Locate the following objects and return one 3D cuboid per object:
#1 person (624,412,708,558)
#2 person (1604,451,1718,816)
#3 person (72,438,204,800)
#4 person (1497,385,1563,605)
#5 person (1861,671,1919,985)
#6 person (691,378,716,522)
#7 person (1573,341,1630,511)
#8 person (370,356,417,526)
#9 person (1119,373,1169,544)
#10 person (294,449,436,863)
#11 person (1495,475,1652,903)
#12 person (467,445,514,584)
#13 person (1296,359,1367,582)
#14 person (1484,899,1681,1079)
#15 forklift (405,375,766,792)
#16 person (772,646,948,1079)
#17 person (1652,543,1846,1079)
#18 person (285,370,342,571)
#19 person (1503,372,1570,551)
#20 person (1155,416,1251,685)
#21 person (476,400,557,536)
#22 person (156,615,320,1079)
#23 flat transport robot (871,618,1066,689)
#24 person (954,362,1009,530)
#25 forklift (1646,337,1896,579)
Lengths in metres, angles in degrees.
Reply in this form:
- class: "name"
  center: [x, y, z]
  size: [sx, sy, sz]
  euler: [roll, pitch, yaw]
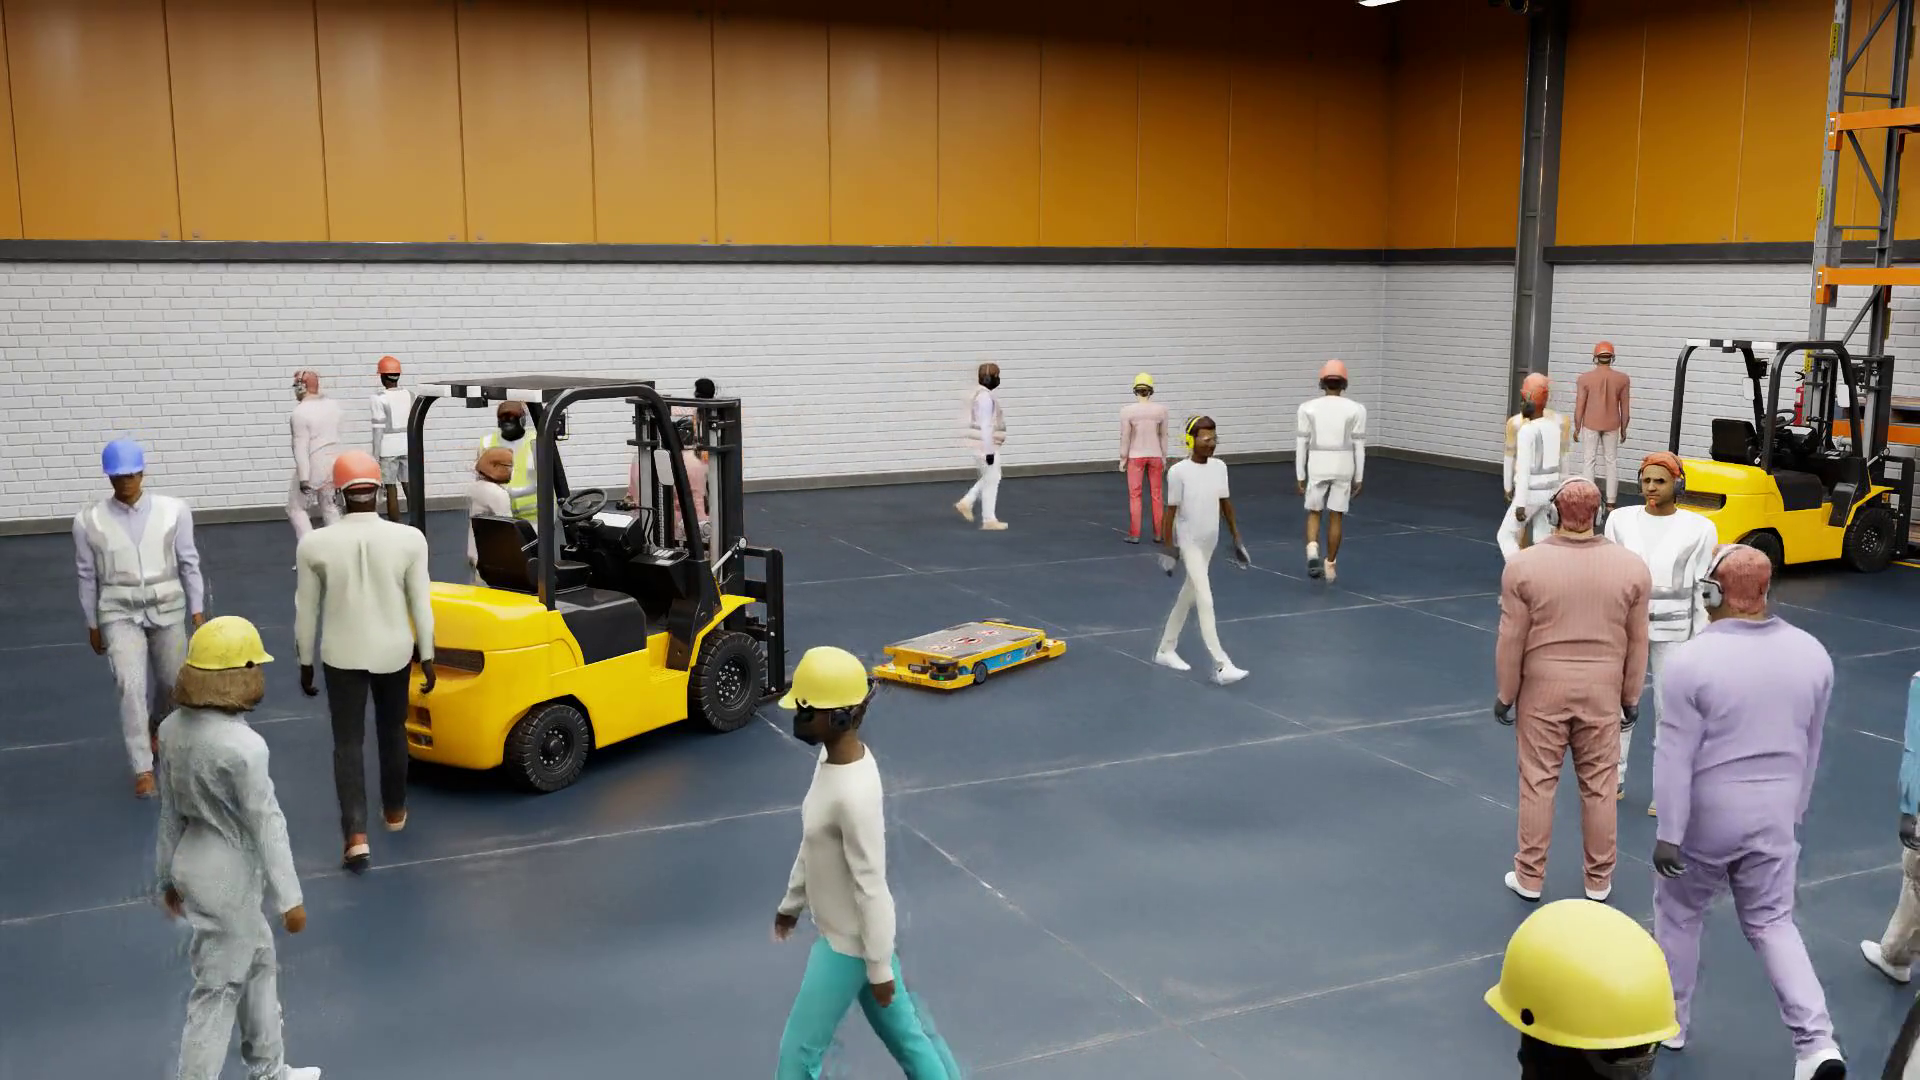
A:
- class: "person"
  center: [-2.052, -0.009, 11.703]
  size: [0.641, 1.864, 0.973]
  euler: [8, 12, 41]
- class: "person"
  center: [3.564, 0.483, 8.589]
  size: [0.574, 1.880, 0.355]
  euler: [7, 12, 37]
- class: "person"
  center: [-4.489, 0.381, 9.119]
  size: [0.602, 1.920, 0.895]
  euler: [-6, 11, -31]
- class: "person"
  center: [4.732, -0.354, 13.808]
  size: [0.599, 1.863, 0.563]
  euler: [-7, 11, -37]
- class: "person"
  center: [3.710, 1.001, 6.213]
  size: [0.523, 1.589, 0.819]
  euler: [0, 9, 2]
- class: "person"
  center: [-2.686, -0.869, 17.577]
  size: [0.378, 1.680, 0.547]
  euler: [4, 10, 21]
- class: "person"
  center: [7.507, -1.331, 19.493]
  size: [0.623, 1.989, 0.401]
  euler: [1, 9, 8]
- class: "person"
  center: [-5.812, -0.914, 17.072]
  size: [0.370, 1.935, 0.557]
  euler: [6, 11, 33]
- class: "person"
  center: [1.885, -0.835, 17.122]
  size: [0.526, 1.765, 0.329]
  euler: [-2, 9, -11]
- class: "person"
  center: [-2.860, 0.537, 8.016]
  size: [0.632, 1.961, 0.915]
  euler: [-4, 10, -21]
- class: "person"
  center: [2.692, 0.664, 7.366]
  size: [0.638, 1.913, 0.409]
  euler: [1, 9, 9]
- class: "person"
  center: [-3.193, 0.135, 11.611]
  size: [0.791, 1.591, 0.527]
  euler: [-6, 11, -35]
- class: "person"
  center: [3.318, -0.606, 14.916]
  size: [0.608, 2.028, 0.547]
  euler: [3, 10, 17]
- class: "person"
  center: [0.897, 1.457, 2.448]
  size: [0.616, 1.906, 0.520]
  euler: [-3, 10, -16]
- class: "forklift"
  center: [-2.268, 0.149, 9.685]
  size: [1.214, 2.155, 2.313]
  euler: [6, 11, 32]
- class: "person"
  center: [-0.374, 1.155, 4.932]
  size: [0.921, 1.719, 0.529]
  euler: [-1, 9, -6]
- class: "person"
  center: [2.692, 0.956, 5.695]
  size: [0.646, 1.878, 0.848]
  euler: [-2, 9, -10]
- class: "person"
  center: [-6.055, -0.642, 15.567]
  size: [0.519, 1.887, 0.649]
  euler: [3, 10, 20]
- class: "person"
  center: [5.085, -0.517, 14.670]
  size: [0.583, 1.919, 0.696]
  euler: [3, 10, 16]
- class: "person"
  center: [1.685, 0.056, 11.423]
  size: [0.543, 1.818, 0.972]
  euler: [-7, 12, -37]
- class: "person"
  center: [-3.430, -0.153, 12.730]
  size: [0.661, 1.811, 0.833]
  euler: [0, 9, 2]
- class: "person"
  center: [-2.270, 1.083, 5.333]
  size: [0.512, 1.713, 0.716]
  euler: [7, 11, 36]
- class: "flat transport robot"
  center: [0.082, 0.783, 11.699]
  size: [0.652, 0.197, 1.431]
  euler: [7, 11, 37]
- class: "person"
  center: [0.260, -1.012, 18.024]
  size: [0.491, 1.823, 0.643]
  euler: [-1, 9, -4]
- class: "forklift"
  center: [7.551, -0.789, 15.507]
  size: [2.313, 2.155, 1.214]
  euler: [-4, 10, -25]
